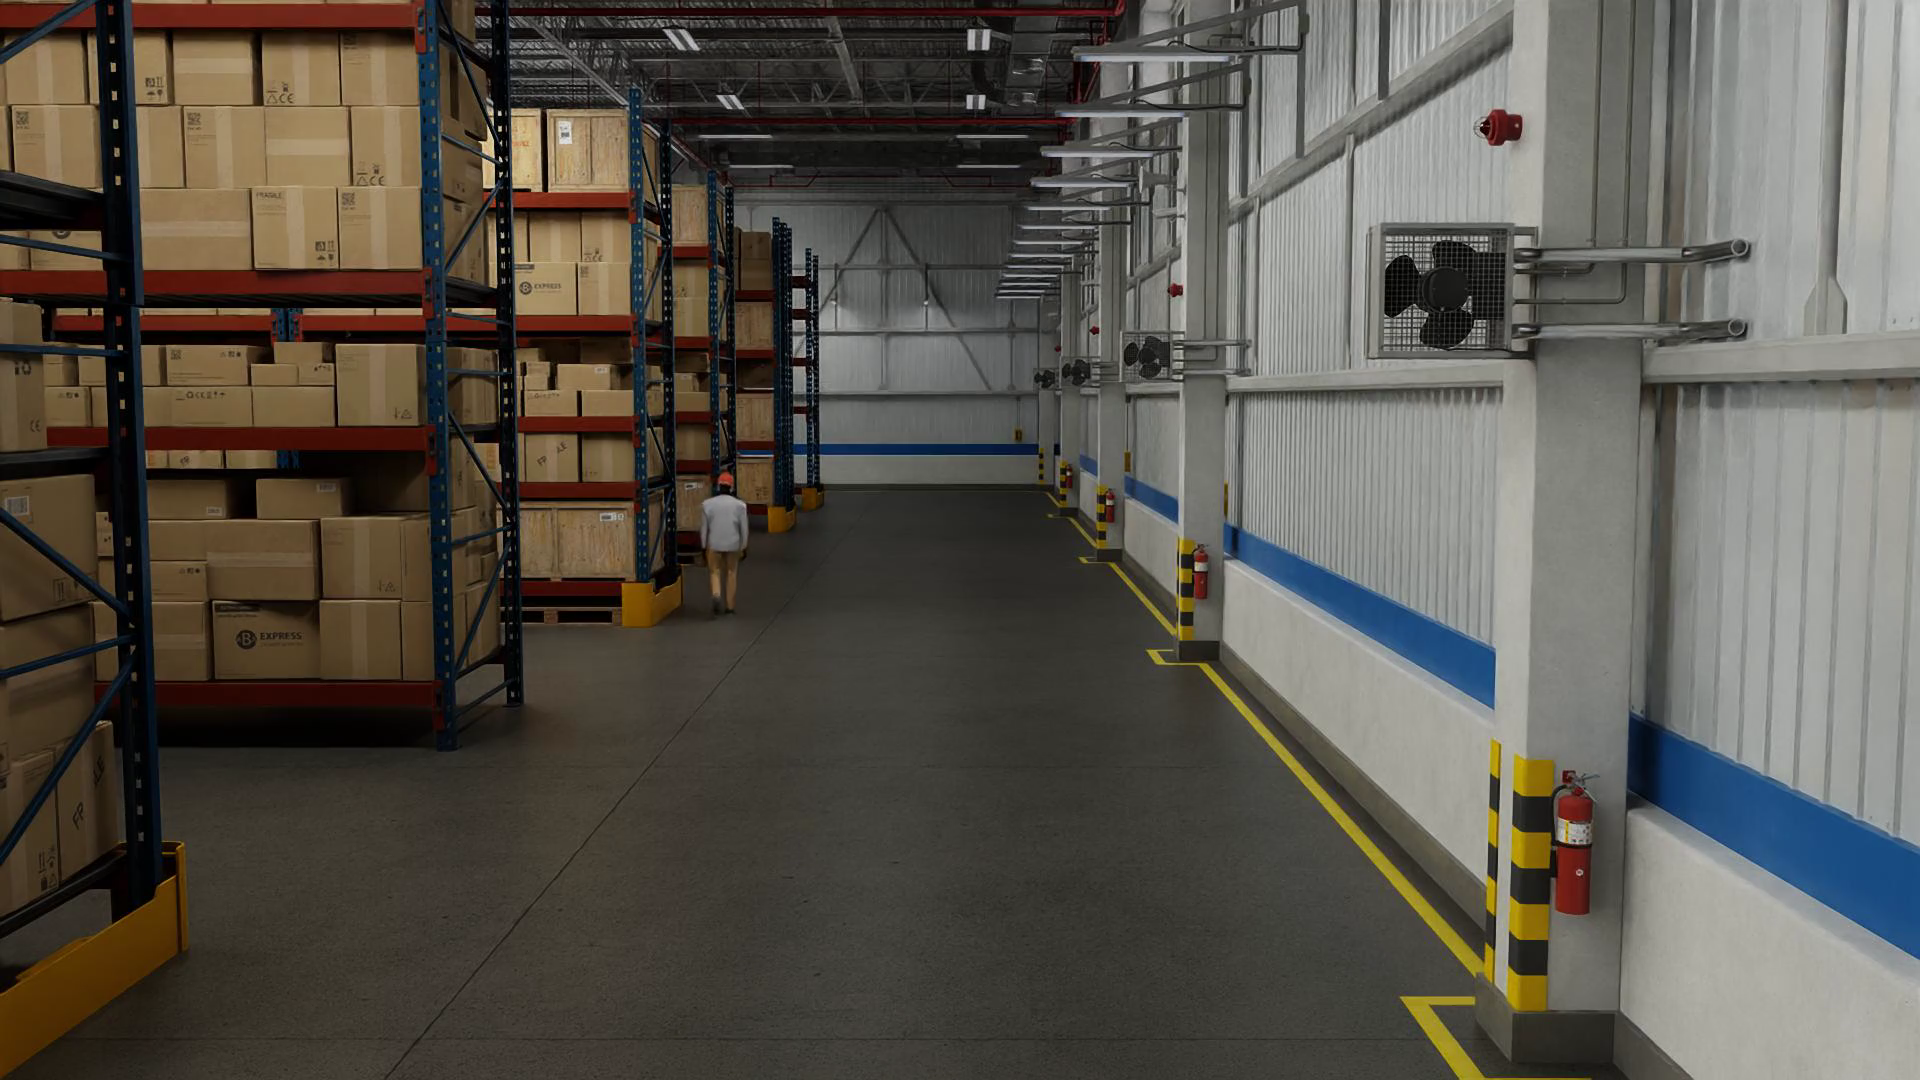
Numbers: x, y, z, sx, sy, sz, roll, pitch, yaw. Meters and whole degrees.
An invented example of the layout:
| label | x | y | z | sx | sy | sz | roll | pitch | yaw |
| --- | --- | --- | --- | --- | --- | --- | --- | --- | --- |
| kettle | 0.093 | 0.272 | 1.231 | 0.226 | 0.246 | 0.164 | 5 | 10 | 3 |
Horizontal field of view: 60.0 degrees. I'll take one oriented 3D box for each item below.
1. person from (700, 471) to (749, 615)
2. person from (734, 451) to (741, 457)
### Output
| label | x | y | z | sx | sy | sz | roll | pitch | yaw |
| --- | --- | --- | --- | --- | --- | --- | --- | --- | --- |
| person | -2.815 | 0.045 | 19.957 | 0.583 | 1.734 | 0.386 | 0 | 5 | -3 |
| person | -5.179 | -1.465 | 38.130 | 0.308 | 1.640 | 0.511 | 1 | 5 | 14 |
